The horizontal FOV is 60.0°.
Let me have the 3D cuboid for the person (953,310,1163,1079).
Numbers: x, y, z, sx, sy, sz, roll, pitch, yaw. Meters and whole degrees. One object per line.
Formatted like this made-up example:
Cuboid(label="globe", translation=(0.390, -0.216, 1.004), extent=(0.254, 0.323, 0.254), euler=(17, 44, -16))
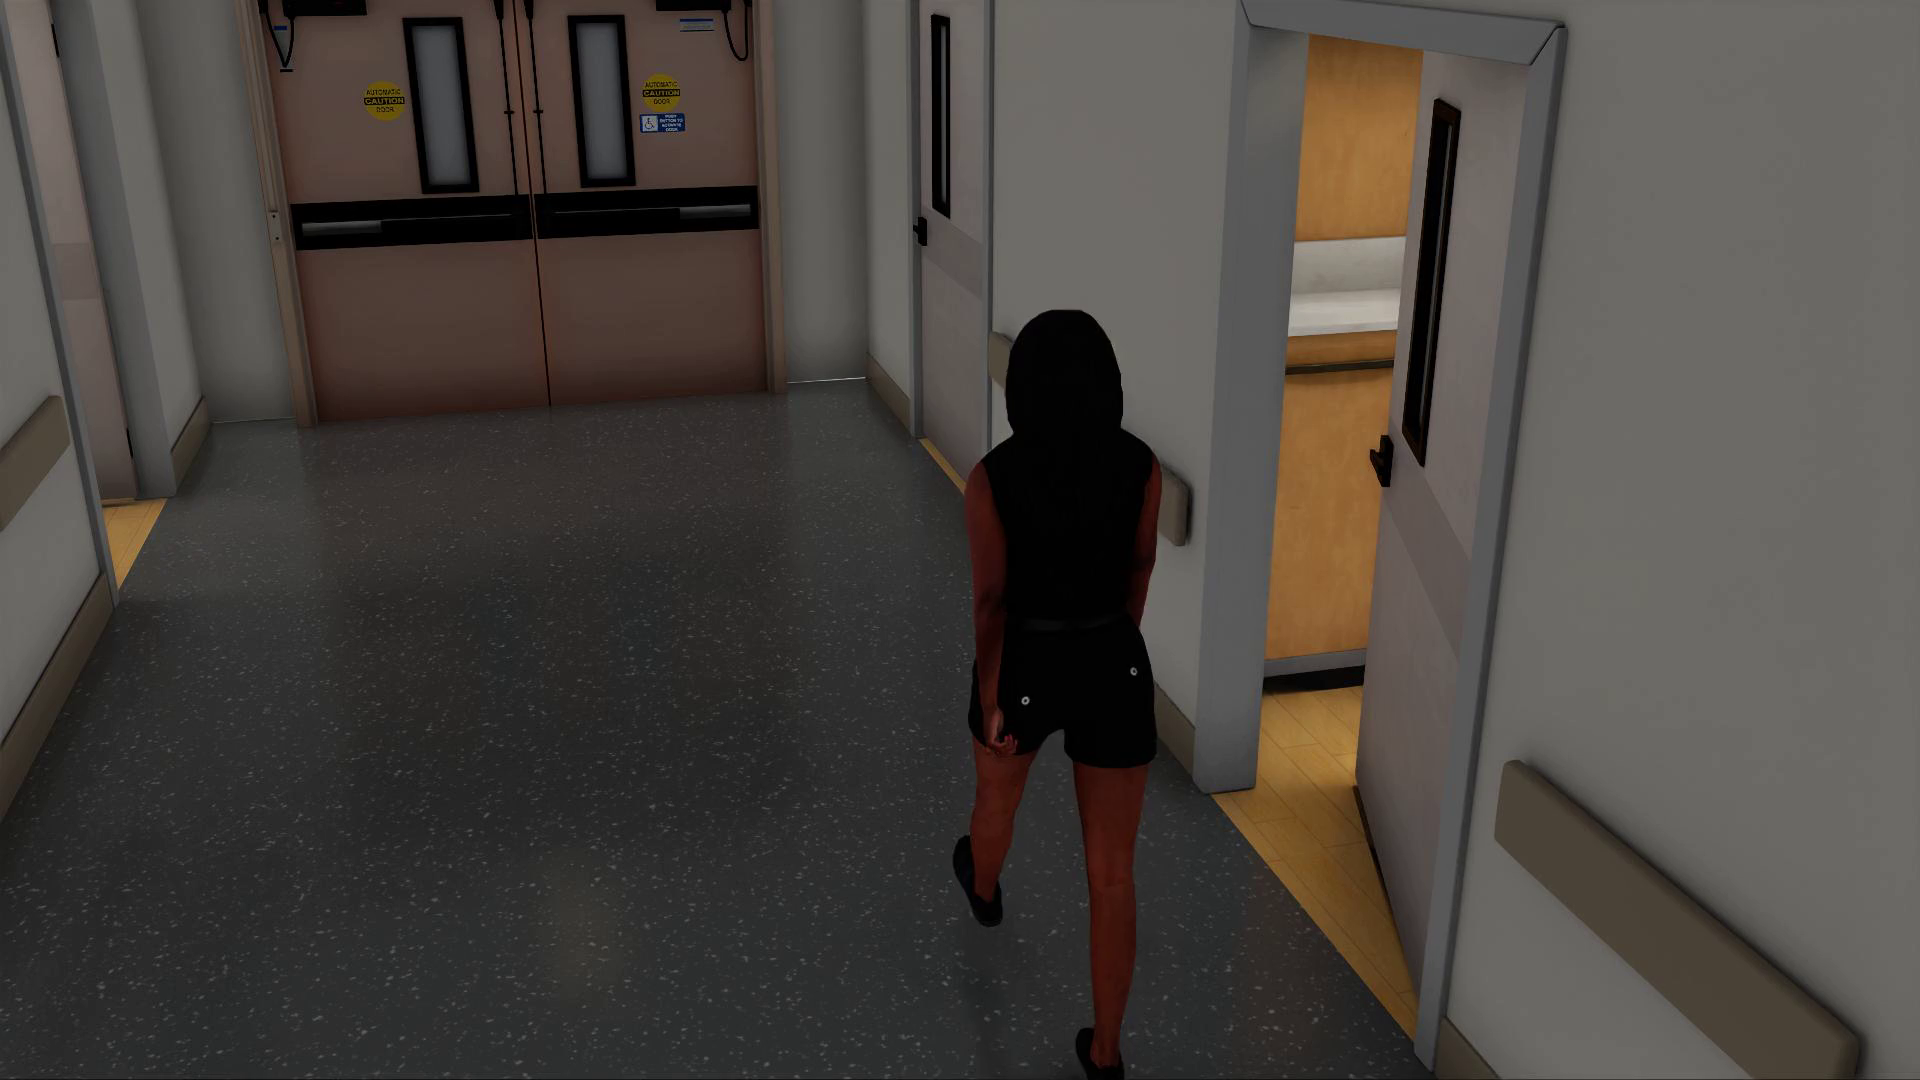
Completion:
Cuboid(label="person", translation=(0.257, 0.406, 3.586), extent=(0.675, 1.684, 1.203), euler=(-3, 21, -9))
